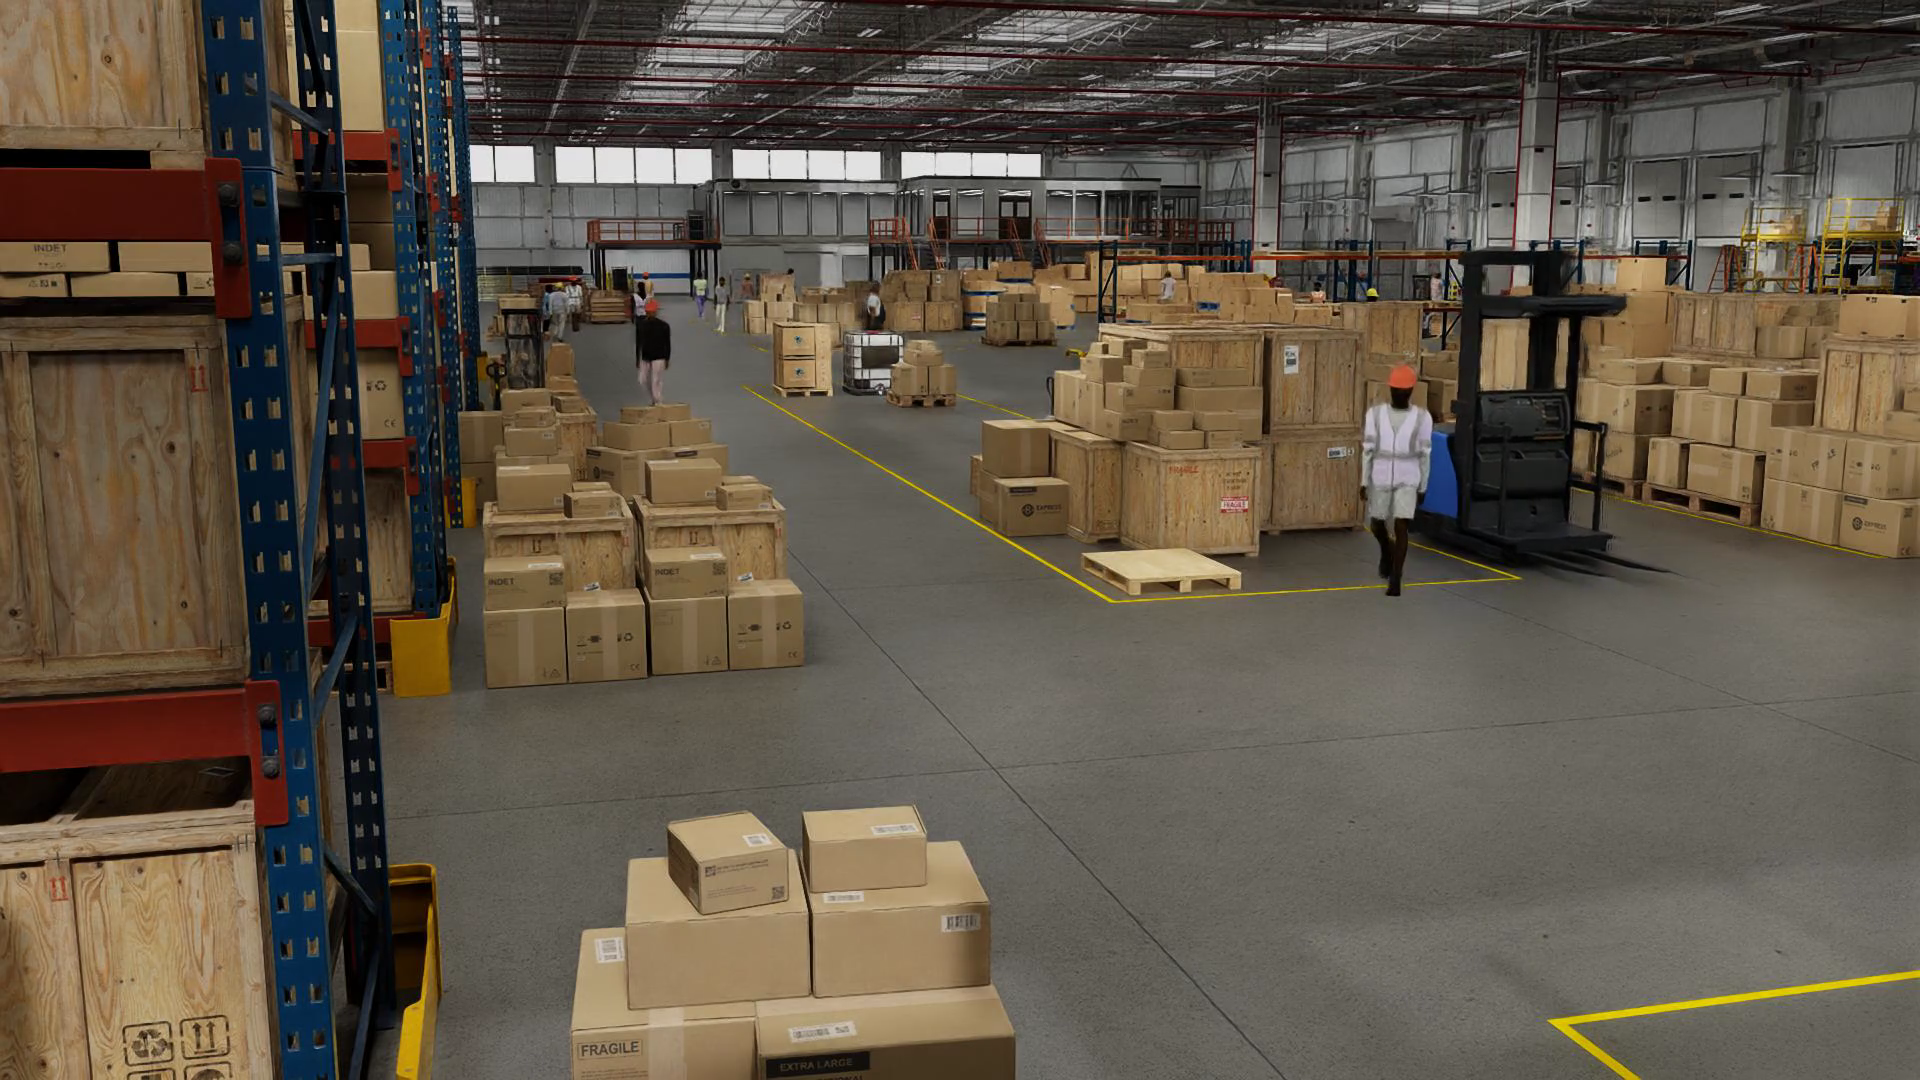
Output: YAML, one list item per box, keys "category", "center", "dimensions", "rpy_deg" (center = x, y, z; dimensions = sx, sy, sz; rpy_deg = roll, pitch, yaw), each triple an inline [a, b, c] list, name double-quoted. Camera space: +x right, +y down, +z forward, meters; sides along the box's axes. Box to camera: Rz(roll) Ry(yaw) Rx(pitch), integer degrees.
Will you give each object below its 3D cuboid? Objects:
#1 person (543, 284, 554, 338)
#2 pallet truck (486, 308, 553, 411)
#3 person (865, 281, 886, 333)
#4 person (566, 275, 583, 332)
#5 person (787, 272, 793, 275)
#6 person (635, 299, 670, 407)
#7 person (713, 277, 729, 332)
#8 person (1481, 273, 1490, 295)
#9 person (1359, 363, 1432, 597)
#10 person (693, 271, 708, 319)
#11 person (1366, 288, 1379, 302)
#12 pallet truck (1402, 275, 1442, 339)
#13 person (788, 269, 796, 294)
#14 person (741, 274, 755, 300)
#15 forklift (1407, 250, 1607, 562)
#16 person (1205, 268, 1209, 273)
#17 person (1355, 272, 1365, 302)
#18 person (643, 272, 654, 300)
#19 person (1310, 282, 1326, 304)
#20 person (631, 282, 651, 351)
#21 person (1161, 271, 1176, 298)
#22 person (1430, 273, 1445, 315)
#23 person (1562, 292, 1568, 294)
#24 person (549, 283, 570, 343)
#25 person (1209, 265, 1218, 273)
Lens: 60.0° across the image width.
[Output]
- category: "person"
  center: [-13.014, -7.237, 52.547]
  dimensions: [0.323, 1.689, 0.547]
  rpy_deg: [0, 10, 0]
- category: "pallet truck"
  center: [-6.242, -2.418, 24.362]
  dimensions: [0.823, 1.965, 1.885]
  rpy_deg: [1, 10, 3]
- category: "person"
  center: [-2.202, -5.777, 43.265]
  dimensions: [1.067, 2.000, 0.696]
  rpy_deg: [-2, 10, -11]
- category: "person"
  center: [-12.939, -7.937, 55.835]
  dimensions: [0.566, 1.916, 0.495]
  rpy_deg: [-5, 11, -28]
- category: "person"
  center: [-6.907, -9.973, 67.656]
  dimensions: [1.018, 1.816, 0.539]
  rpy_deg: [-1, 10, -4]
- category: "person"
  center: [-5.234, -3.102, 28.287]
  dimensions: [0.646, 1.975, 0.437]
  rpy_deg: [2, 10, 12]
- category: "person"
  center: [-8.032, -7.903, 55.852]
  dimensions: [0.534, 1.842, 0.615]
  rpy_deg: [0, 10, -1]
- category: "person"
  center: [20.015, -9.304, 63.800]
  dimensions: [0.620, 1.845, 0.430]
  rpy_deg: [-1, 10, -5]
- category: "person"
  center: [3.617, -0.513, 13.796]
  dimensions: [0.568, 1.922, 0.585]
  rpy_deg: [4, 11, 24]
- category: "person"
  center: [-10.228, -9.645, 65.618]
  dimensions: [0.601, 1.894, 0.826]
  rpy_deg: [-5, 11, -25]
- category: "person"
  center: [9.208, -4.686, 37.409]
  dimensions: [0.366, 1.927, 0.585]
  rpy_deg: [3, 10, 17]
- category: "pallet truck"
  center: [14.620, -7.324, 52.145]
  dimensions: [0.823, 1.965, 1.885]
  rpy_deg: [8, 13, 40]
- category: "person"
  center: [-7.047, -10.401, 69.721]
  dimensions: [0.623, 1.929, 0.894]
  rpy_deg: [5, 11, 26]
- category: "person"
  center: [-8.678, -9.996, 68.055]
  dimensions: [0.550, 1.712, 0.920]
  rpy_deg: [-1, 10, -5]
- category: "forklift"
  center: [5.142, -1.339, 15.757]
  dimensions: [1.129, 2.768, 1.873]
  rpy_deg: [-3, 10, -15]
- category: "person"
  center: [11.414, -11.715, 77.422]
  dimensions: [0.585, 1.859, 0.801]
  rpy_deg: [2, 10, 11]
- category: "person"
  center: [14.802, -8.891, 61.260]
  dimensions: [0.725, 1.916, 0.560]
  rpy_deg: [6, 12, 31]
- category: "person"
  center: [-11.507, -8.874, 61.085]
  dimensions: [0.543, 1.939, 0.362]
  rpy_deg: [-6, 12, -29]
- category: "person"
  center: [11.895, -7.735, 55.350]
  dimensions: [0.533, 1.690, 0.321]
  rpy_deg: [4, 11, 23]
- category: "person"
  center: [-8.648, -6.106, 45.511]
  dimensions: [0.620, 1.897, 0.660]
  rpy_deg: [-9, 14, -42]
- category: "person"
  center: [7.942, -9.296, 63.478]
  dimensions: [0.627, 1.941, 0.373]
  rpy_deg: [-3, 10, -16]
- category: "person"
  center: [19.332, -9.918, 67.397]
  dimensions: [0.926, 1.810, 0.638]
  rpy_deg: [-9, 14, -42]
- category: "person"
  center: [12.496, -4.156, 34.399]
  dimensions: [0.531, 1.928, 0.643]
  rpy_deg: [-2, 10, -14]
- category: "person"
  center: [-12.009, -6.842, 50.033]
  dimensions: [0.587, 1.777, 0.936]
  rpy_deg: [0, 10, 2]
- category: "person"
  center: [12.451, -12.577, 82.057]
  dimensions: [0.627, 1.939, 0.431]
  rpy_deg: [-2, 10, -9]
